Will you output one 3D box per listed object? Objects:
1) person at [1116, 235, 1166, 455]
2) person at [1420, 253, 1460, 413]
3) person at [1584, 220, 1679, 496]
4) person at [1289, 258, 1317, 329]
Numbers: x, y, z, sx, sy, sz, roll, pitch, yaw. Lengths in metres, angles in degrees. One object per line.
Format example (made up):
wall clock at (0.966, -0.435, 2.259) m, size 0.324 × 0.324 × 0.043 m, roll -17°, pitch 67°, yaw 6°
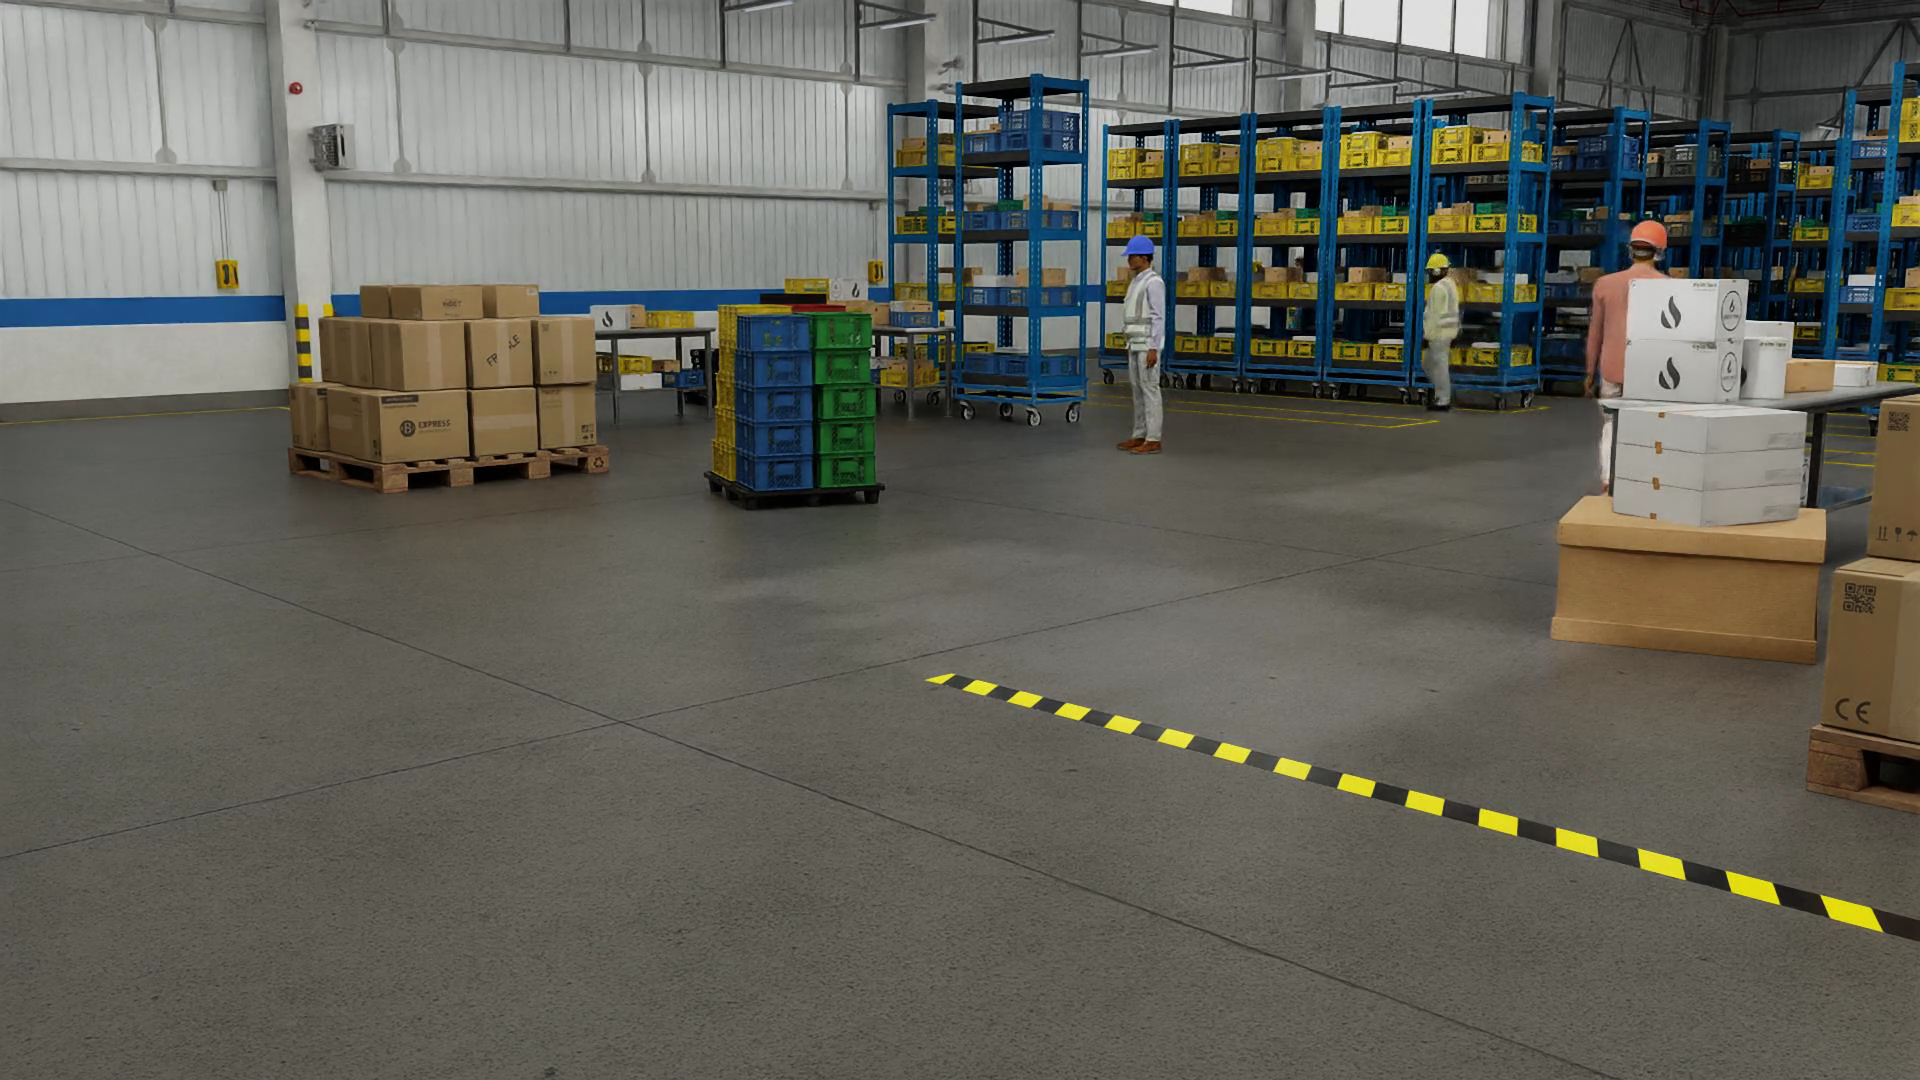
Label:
person at (1.626, -1.732, 14.826) m, size 0.406 × 1.946 × 0.608 m, roll -2°, pitch 10°, yaw -13°
person at (5.432, -2.343, 18.919) m, size 0.474 × 1.811 × 0.605 m, roll 5°, pitch 11°, yaw 27°
person at (4.511, -1.122, 11.070) m, size 0.651 × 1.974 × 0.458 m, roll 7°, pitch 12°, yaw 35°
person at (5.770, -3.893, 28.303) m, size 0.975 × 1.789 × 0.572 m, roll -5°, pitch 11°, yaw -29°
